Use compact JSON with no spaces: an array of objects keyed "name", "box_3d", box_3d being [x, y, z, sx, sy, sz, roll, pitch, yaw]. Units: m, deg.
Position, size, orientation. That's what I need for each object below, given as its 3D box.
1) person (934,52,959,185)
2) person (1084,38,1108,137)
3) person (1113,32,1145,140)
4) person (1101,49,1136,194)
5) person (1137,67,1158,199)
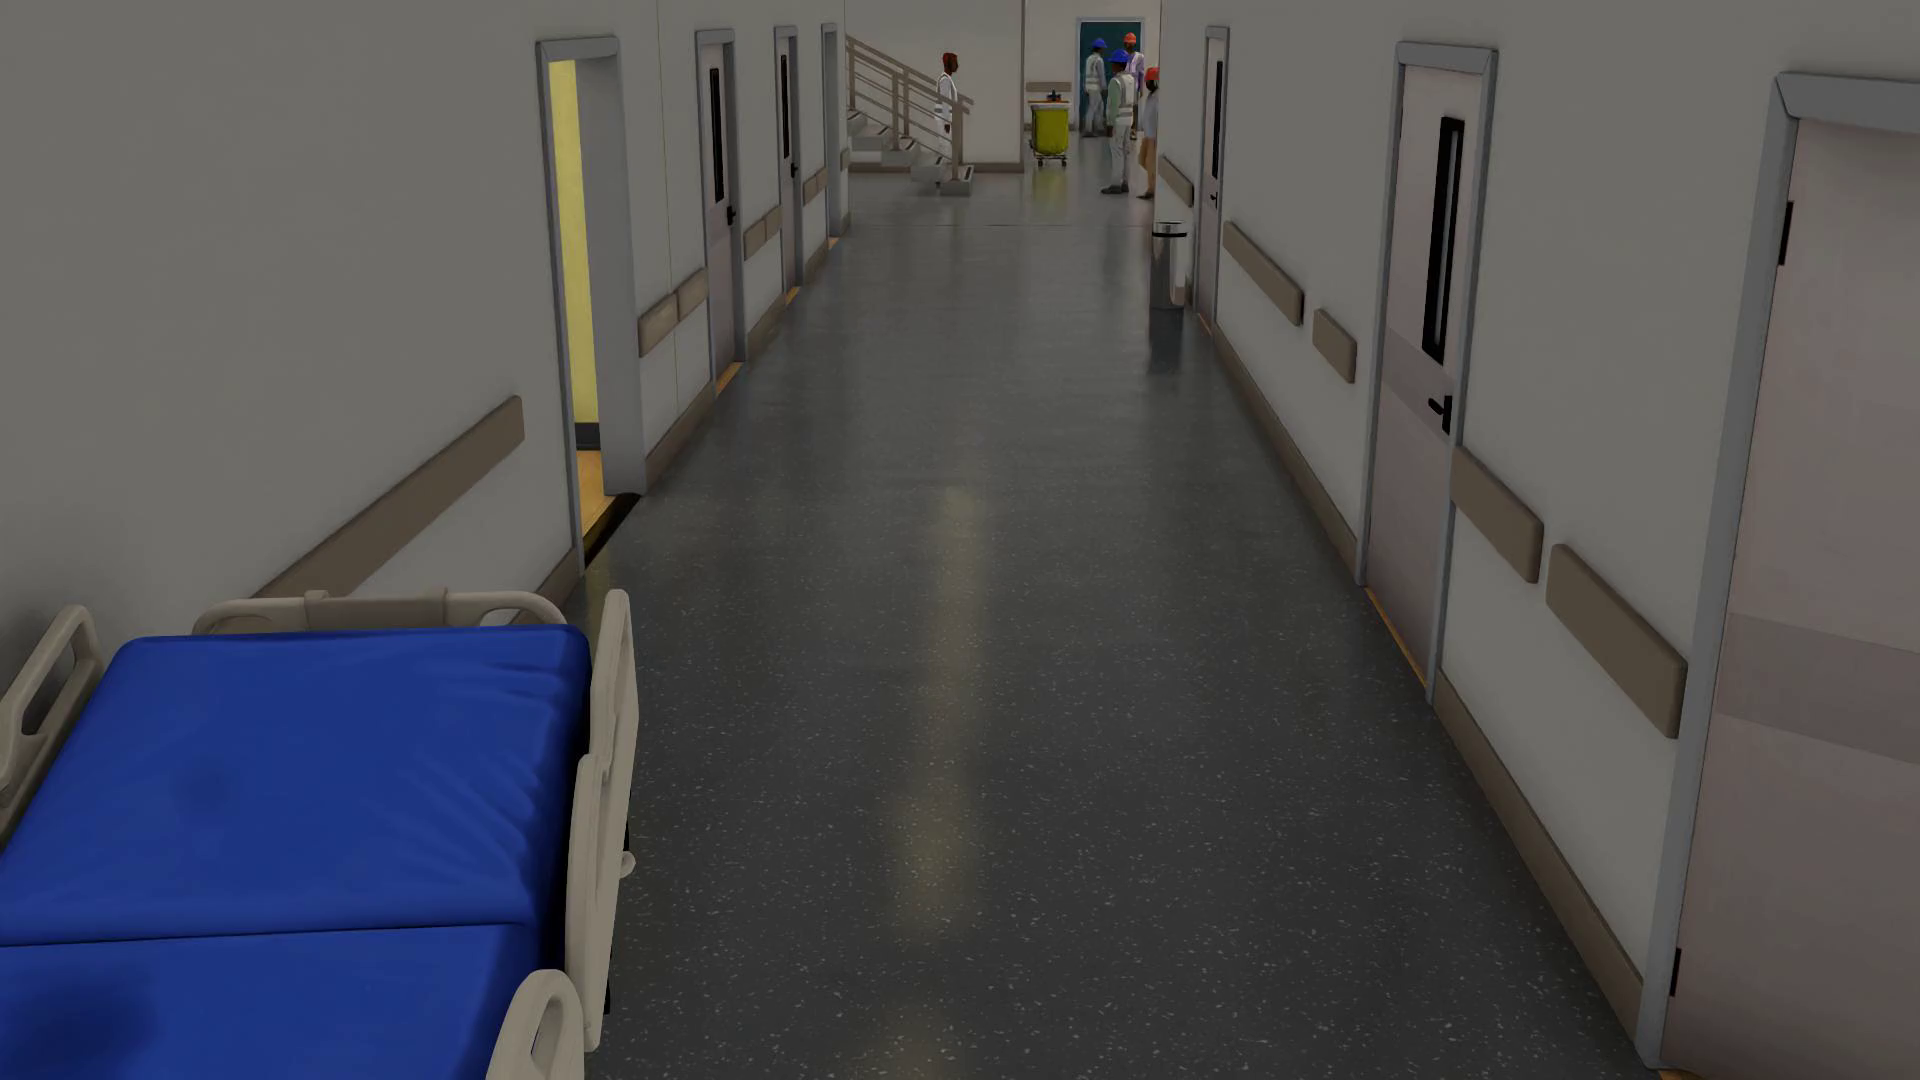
[{"name":"person","box_3d":[-0.195,-6.126,24.221,0.356,1.876,0.575,0,18,1]},{"name":"person","box_3d":[2.813,-9.042,33.297,0.757,1.920,0.617,-5,18,-15]},{"name":"person","box_3d":[3.294,-8.860,32.532,0.606,2.047,0.368,0,18,0]},{"name":"person","box_3d":[2.202,-5.772,22.980,0.381,1.951,0.605,10,20,28]},{"name":"person","box_3d":[2.607,-5.455,22.330,0.424,1.735,0.576,-4,18,-12]}]
